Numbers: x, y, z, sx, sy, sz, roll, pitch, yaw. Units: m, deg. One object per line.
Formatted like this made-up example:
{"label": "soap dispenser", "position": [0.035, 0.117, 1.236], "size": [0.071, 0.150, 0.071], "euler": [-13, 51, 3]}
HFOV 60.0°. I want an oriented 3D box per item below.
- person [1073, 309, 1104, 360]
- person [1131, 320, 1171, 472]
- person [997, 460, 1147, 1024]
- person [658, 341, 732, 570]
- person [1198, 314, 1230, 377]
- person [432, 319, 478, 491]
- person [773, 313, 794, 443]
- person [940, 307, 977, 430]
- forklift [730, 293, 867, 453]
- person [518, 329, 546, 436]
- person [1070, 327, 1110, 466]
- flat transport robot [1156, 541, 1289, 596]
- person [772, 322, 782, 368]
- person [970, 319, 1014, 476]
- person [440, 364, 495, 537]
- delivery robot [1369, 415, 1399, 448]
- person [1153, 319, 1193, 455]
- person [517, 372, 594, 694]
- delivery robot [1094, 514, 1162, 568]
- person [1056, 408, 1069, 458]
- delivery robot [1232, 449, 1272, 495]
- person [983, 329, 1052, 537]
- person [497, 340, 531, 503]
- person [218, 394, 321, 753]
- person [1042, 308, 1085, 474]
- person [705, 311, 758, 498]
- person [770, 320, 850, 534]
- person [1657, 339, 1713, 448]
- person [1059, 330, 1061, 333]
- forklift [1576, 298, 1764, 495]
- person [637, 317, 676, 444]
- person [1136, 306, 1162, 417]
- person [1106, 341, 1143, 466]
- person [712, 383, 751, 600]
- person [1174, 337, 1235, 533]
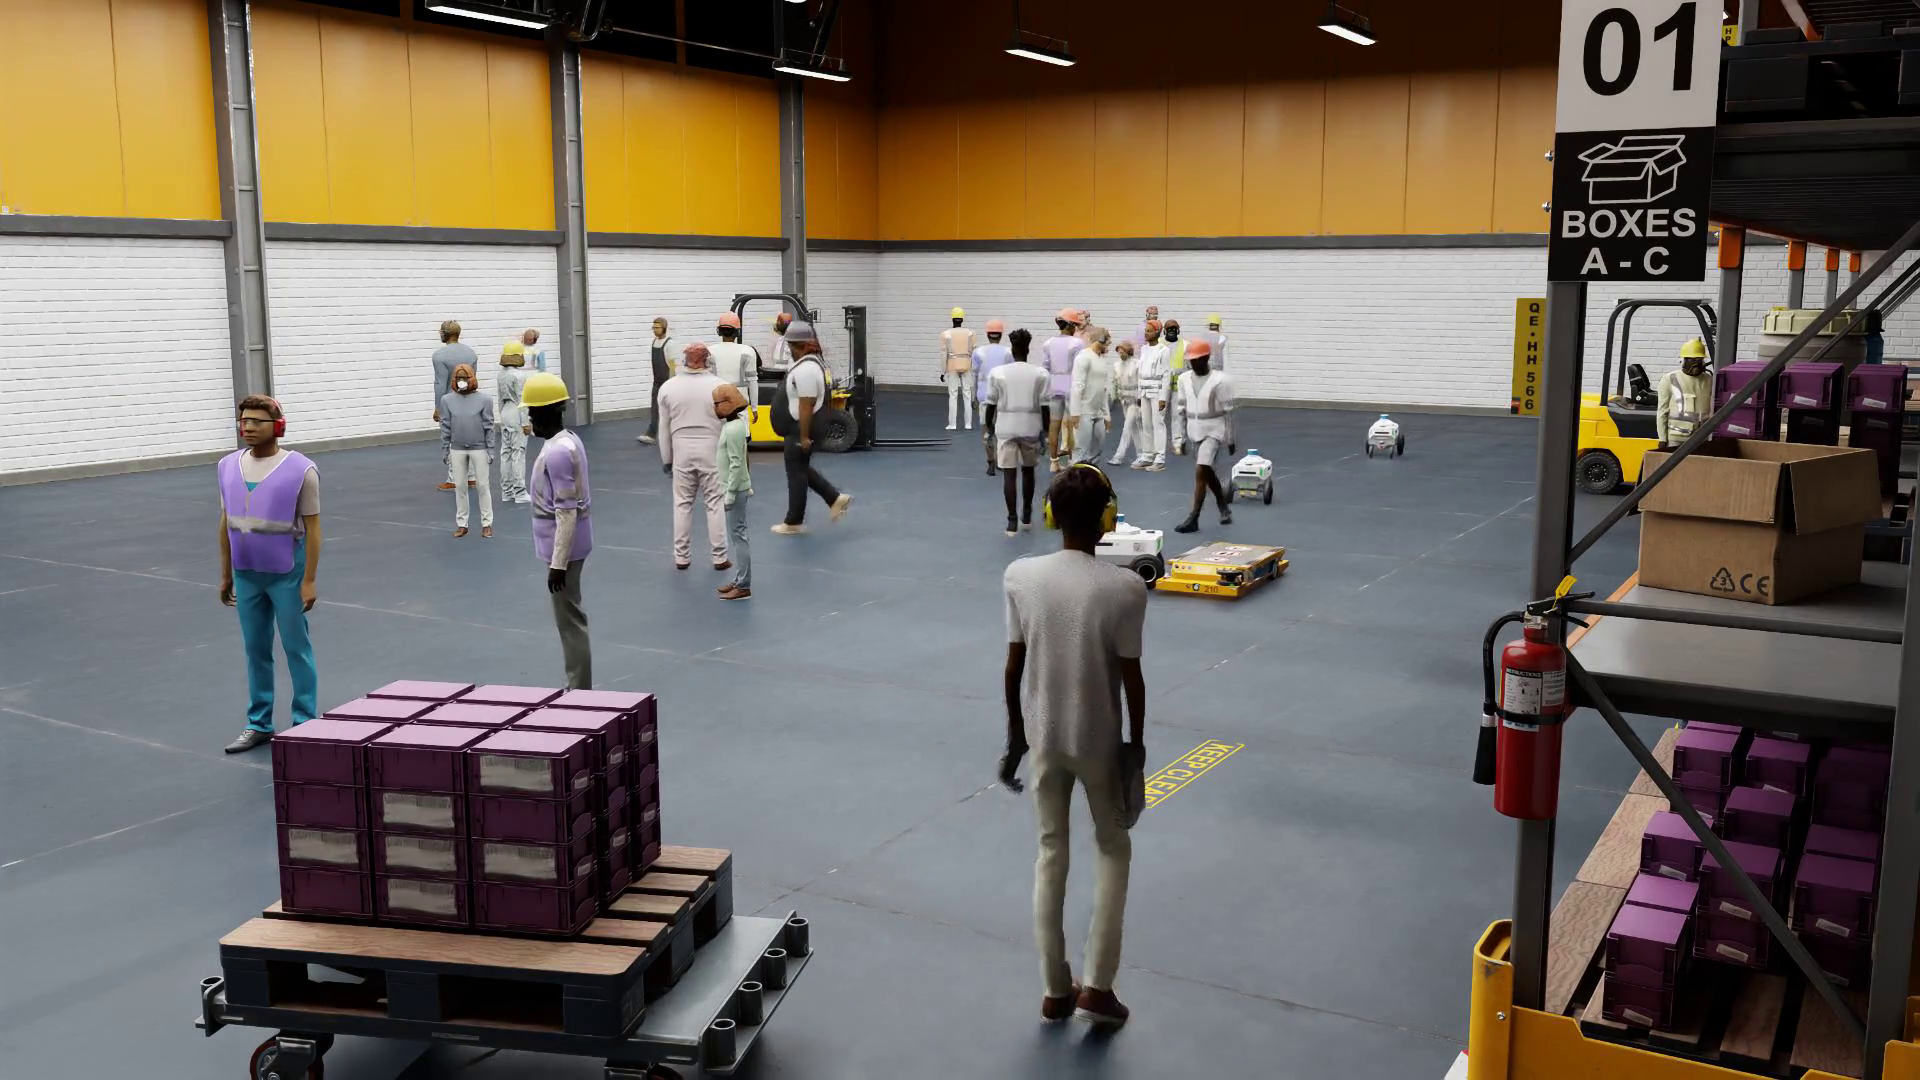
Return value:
{"label": "person", "position": [1.919, -2.635, 25.911], "size": [0.646, 1.899, 0.401], "euler": [5, 10, 30]}
{"label": "person", "position": [2.390, -1.794, 20.704], "size": [0.354, 1.884, 0.576], "euler": [-5, 10, -29]}
{"label": "person", "position": [0.355, 0.670, 5.425], "size": [0.564, 1.868, 0.325], "euler": [4, 10, 21]}
{"label": "person", "position": [-2.166, -0.690, 13.786], "size": [0.652, 1.901, 0.403], "euler": [1, 9, 4]}
{"label": "person", "position": [4.164, -2.837, 27.539], "size": [0.596, 1.791, 0.897], "euler": [4, 10, 24]}
{"label": "person", "position": [-5.722, -1.520, 18.827], "size": [0.372, 1.940, 0.631], "euler": [4, 10, 25]}
{"label": "person", "position": [-2.550, -2.363, 24.256], "size": [0.355, 1.885, 0.575], "euler": [-3, 10, -20]}
{"label": "person", "position": [-0.030, -2.676, 26.073], "size": [0.585, 1.929, 0.371], "euler": [-2, 9, -14]}
{"label": "forklift", "position": [-2.458, -2.344, 23.176], "size": [2.313, 2.155, 1.214], "euler": [0, 9, -2]}
{"label": "person", "position": [-6.475, -2.371, 25.111], "size": [0.533, 1.624, 0.400], "euler": [3, 10, 21]}
{"label": "person", "position": [1.354, -1.304, 17.658], "size": [0.366, 1.895, 0.728], "euler": [5, 10, 29]}
{"label": "flat transport robot", "position": [2.103, 0.213, 13.199], "size": [0.652, 0.197, 1.431], "euler": [5, 10, 26]}
{"label": "person", "position": [-2.968, -2.820, 27.620], "size": [0.902, 1.719, 0.535], "euler": [-1, 9, -5]}
{"label": "person", "position": [0.403, -1.769, 20.527], "size": [0.553, 1.886, 0.975], "euler": [-1, 9, -5]}
{"label": "person", "position": [-4.571, -0.826, 15.478], "size": [0.502, 1.626, 0.282], "euler": [0, 9, -1]}
{"label": "delivery robot", "position": [5.706, -1.445, 22.374], "size": [0.477, 0.478, 0.707], "euler": [3, 10, 18]}
{"label": "person", "position": [2.854, -2.072, 22.571], "size": [0.631, 1.842, 0.428], "euler": [-1, 9, -4]}
{"label": "person", "position": [-2.192, 0.051, 9.067], "size": [0.382, 1.921, 0.591], "euler": [-2, 9, -10]}
{"label": "delivery robot", "position": [1.238, 0.038, 13.116], "size": [0.707, 0.478, 0.477], "euler": [1, 9, 6]}
{"label": "person", "position": [1.456, -1.902, 22.160], "size": [0.274, 1.632, 0.507], "euler": [-8, 12, -40]}
{"label": "delivery robot", "position": [3.151, -0.735, 17.938], "size": [0.477, 0.478, 0.707], "euler": [3, 10, 18]}
{"label": "person", "position": [0.536, -1.028, 15.779], "size": [0.630, 1.932, 0.886], "euler": [-1, 9, -4]}
{"label": "person", "position": [-4.773, -1.271, 17.882], "size": [0.488, 1.744, 0.296], "euler": [9, 12, 43]}
{"label": "person", "position": [-3.519, 0.177, 8.511], "size": [0.567, 1.850, 0.389], "euler": [2, 9, 13]}
{"label": "person", "position": [1.303, -1.810, 20.339], "size": [0.605, 2.035, 0.392], "euler": [7, 11, 36]}
{"label": "person", "position": [-2.515, -1.472, 18.200], "size": [0.615, 2.042, 0.376], "euler": [-1, 9, -4]}
{"label": "person", "position": [-1.453, -1.066, 15.678], "size": [0.678, 2.000, 0.697], "euler": [0, 9, 0]}
{"label": "person", "position": [6.941, -0.996, 15.882], "size": [0.588, 1.833, 0.404], "euler": [-1, 9, -9]}
{"label": "person", "position": [1.954, -3.163, 29.898], "size": [0.424, 1.662, 0.551], "euler": [0, 9, 2]}
{"label": "forklift", "position": [7.954, -1.589, 18.462], "size": [2.313, 2.155, 1.214], "euler": [5, 11, 30]}
{"label": "person", "position": [-4.310, -2.281, 23.953], "size": [0.537, 1.842, 0.548], "euler": [8, 12, 42]}
{"label": "person", "position": [3.272, -3.056, 28.524], "size": [0.400, 1.905, 0.643], "euler": [6, 11, 35]}
{"label": "person", "position": [2.116, -1.727, 21.139], "size": [0.801, 1.592, 0.524], "euler": [-6, 11, -35]}
{"label": "person", "position": [-1.718, -0.364, 12.558], "size": [0.279, 1.633, 0.498], "euler": [-1, 9, -6]}
{"label": "person", "position": [2.408, -1.025, 15.999], "size": [0.546, 1.875, 0.998], "euler": [8, 12, 40]}
